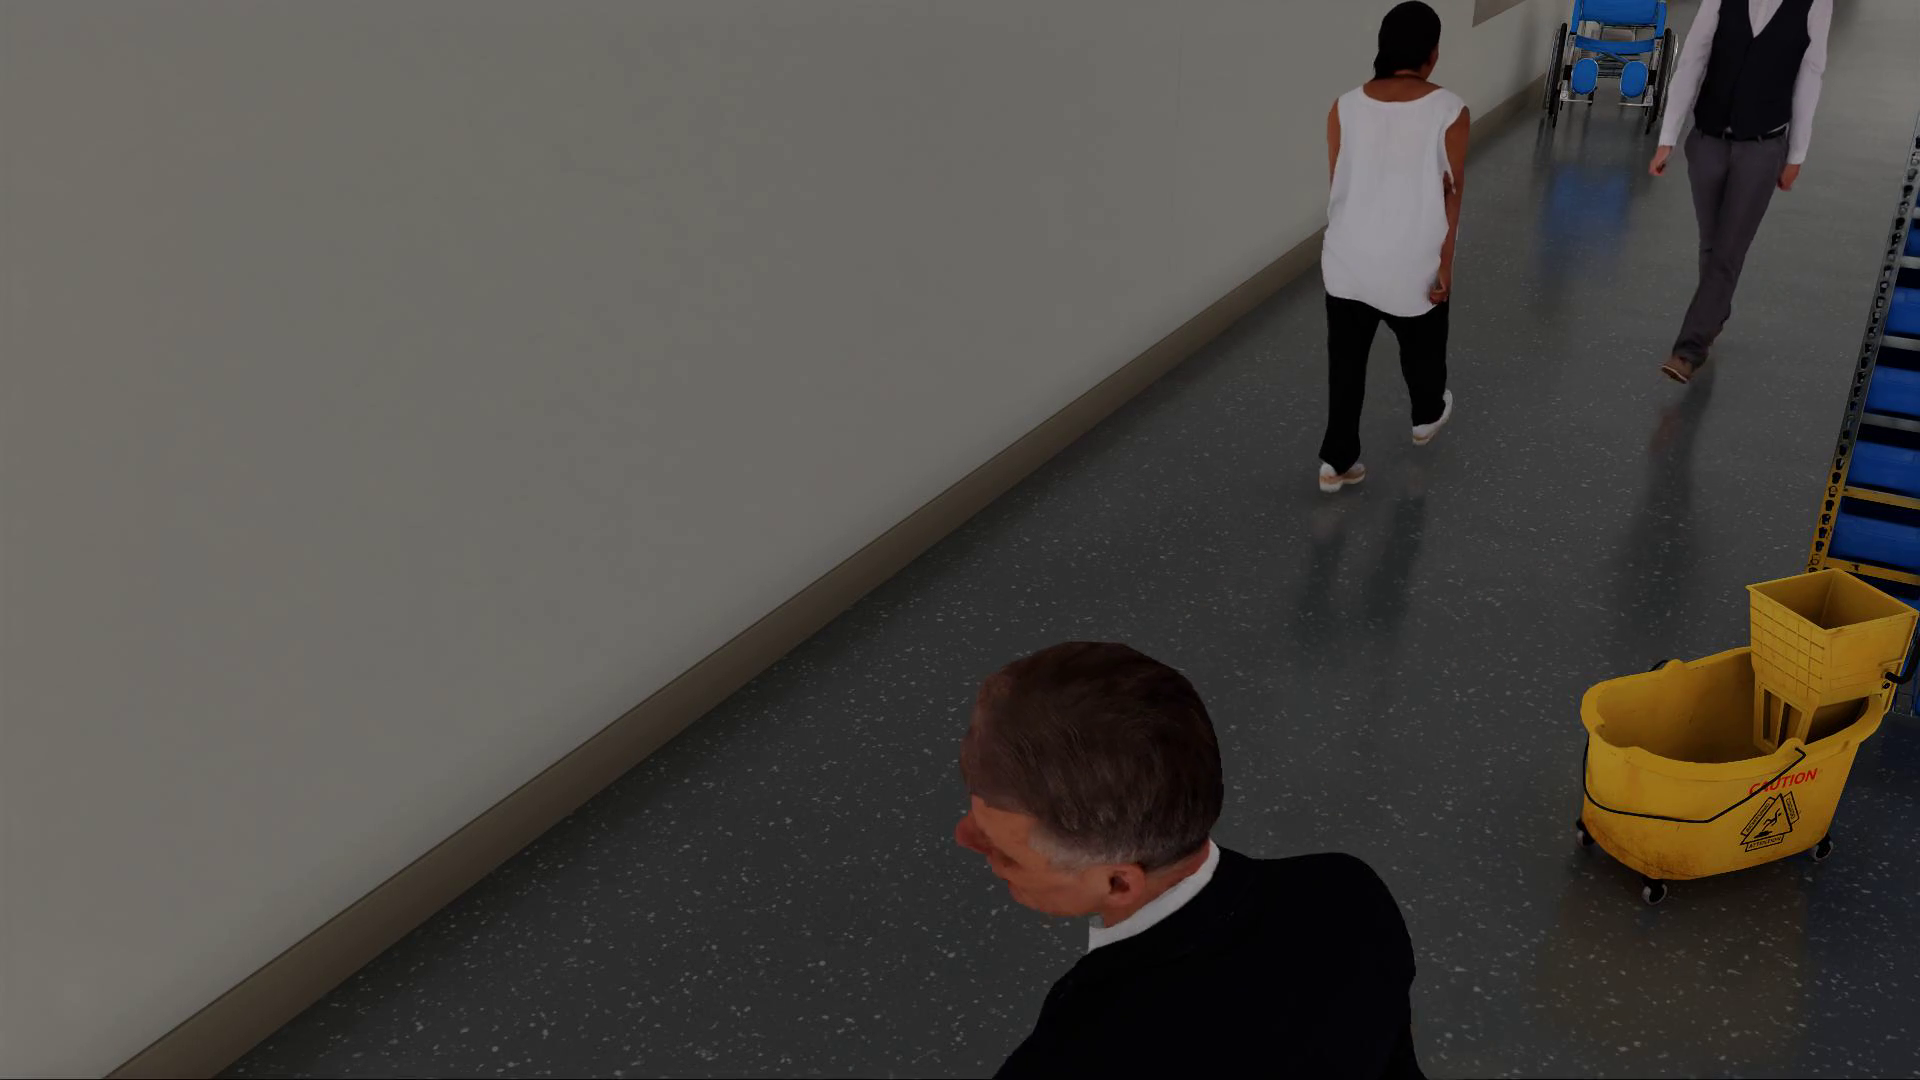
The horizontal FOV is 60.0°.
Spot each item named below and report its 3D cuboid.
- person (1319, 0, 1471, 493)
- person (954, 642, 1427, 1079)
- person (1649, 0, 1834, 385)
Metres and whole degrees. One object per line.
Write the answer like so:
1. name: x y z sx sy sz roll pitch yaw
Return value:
1. person: 1.442 -0.952 5.734 1.026 1.651 0.769 17 31 32
2. person: 0.320 0.891 1.765 0.933 1.780 0.851 -10 28 -20
3. person: 3.211 -1.614 6.838 1.236 1.884 0.870 20 32 35
